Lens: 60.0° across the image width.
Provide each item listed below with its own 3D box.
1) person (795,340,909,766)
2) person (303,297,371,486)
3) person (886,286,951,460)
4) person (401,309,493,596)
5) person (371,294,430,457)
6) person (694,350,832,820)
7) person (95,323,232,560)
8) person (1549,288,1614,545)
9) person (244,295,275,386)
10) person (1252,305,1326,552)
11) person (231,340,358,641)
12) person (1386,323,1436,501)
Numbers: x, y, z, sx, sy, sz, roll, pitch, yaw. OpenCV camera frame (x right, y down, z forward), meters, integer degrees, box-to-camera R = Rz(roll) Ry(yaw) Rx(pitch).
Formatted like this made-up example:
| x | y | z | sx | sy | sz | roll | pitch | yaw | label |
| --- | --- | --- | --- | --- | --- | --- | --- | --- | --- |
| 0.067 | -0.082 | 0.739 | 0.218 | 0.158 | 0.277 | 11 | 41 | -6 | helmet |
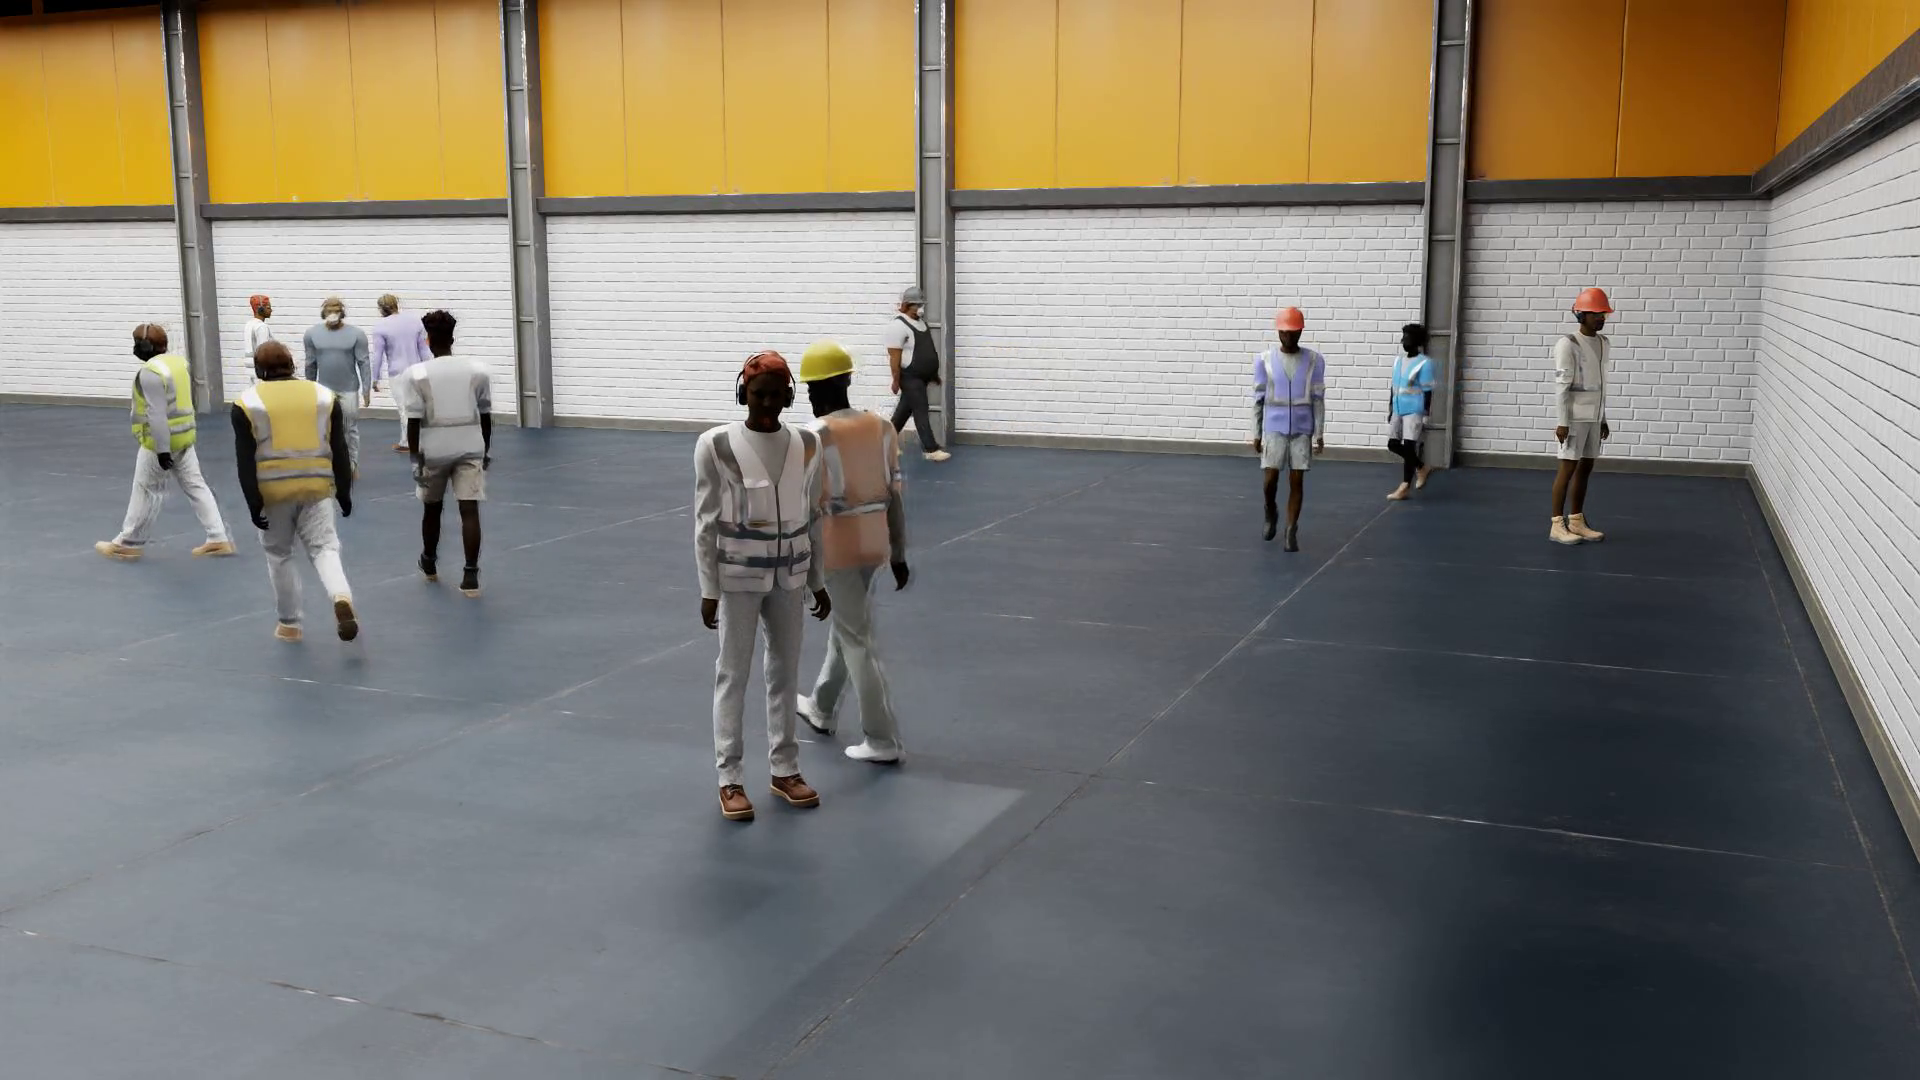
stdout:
| x | y | z | sx | sy | sz | roll | pitch | yaw | label |
| --- | --- | --- | --- | --- | --- | --- | --- | --- | --- |
| -0.594 | 0.046 | 7.539 | 0.939 | 1.878 | 0.601 | 8 | 13 | 41 | person |
| -6.303 | -1.493 | 16.838 | 0.655 | 1.890 | 0.991 | -2 | 10 | -14 | person |
| -0.557 | -1.954 | 19.182 | 1.007 | 2.000 | 0.684 | 4 | 10 | 23 | person |
| -3.511 | -0.612 | 11.415 | 0.610 | 1.912 | 1.000 | -5 | 10 | -26 | person |
| -6.482 | -1.895 | 19.260 | 0.855 | 1.888 | 0.648 | 6 | 11 | 33 | person |
| -0.796 | 0.175 | 6.749 | 0.572 | 1.886 | 0.354 | -6 | 11 | -32 | person |
| -6.046 | -0.737 | 12.588 | 0.977 | 1.787 | 0.647 | 0 | 9 | -1 | person |
| 5.006 | -0.986 | 13.310 | 0.616 | 2.041 | 0.382 | -7 | 12 | -35 | person |
| -8.151 | -1.917 | 19.430 | 0.337 | 1.882 | 0.585 | -8 | 12 | -40 | person |
| 2.559 | -0.865 | 12.956 | 0.557 | 1.924 | 0.495 | 1 | 9 | 8 | person |
| -3.827 | -0.253 | 9.634 | 0.647 | 1.803 | 0.792 | -7 | 12 | -37 | person |
| 4.305 | -1.219 | 15.784 | 0.544 | 1.684 | 0.546 | -4 | 10 | -25 | person |
